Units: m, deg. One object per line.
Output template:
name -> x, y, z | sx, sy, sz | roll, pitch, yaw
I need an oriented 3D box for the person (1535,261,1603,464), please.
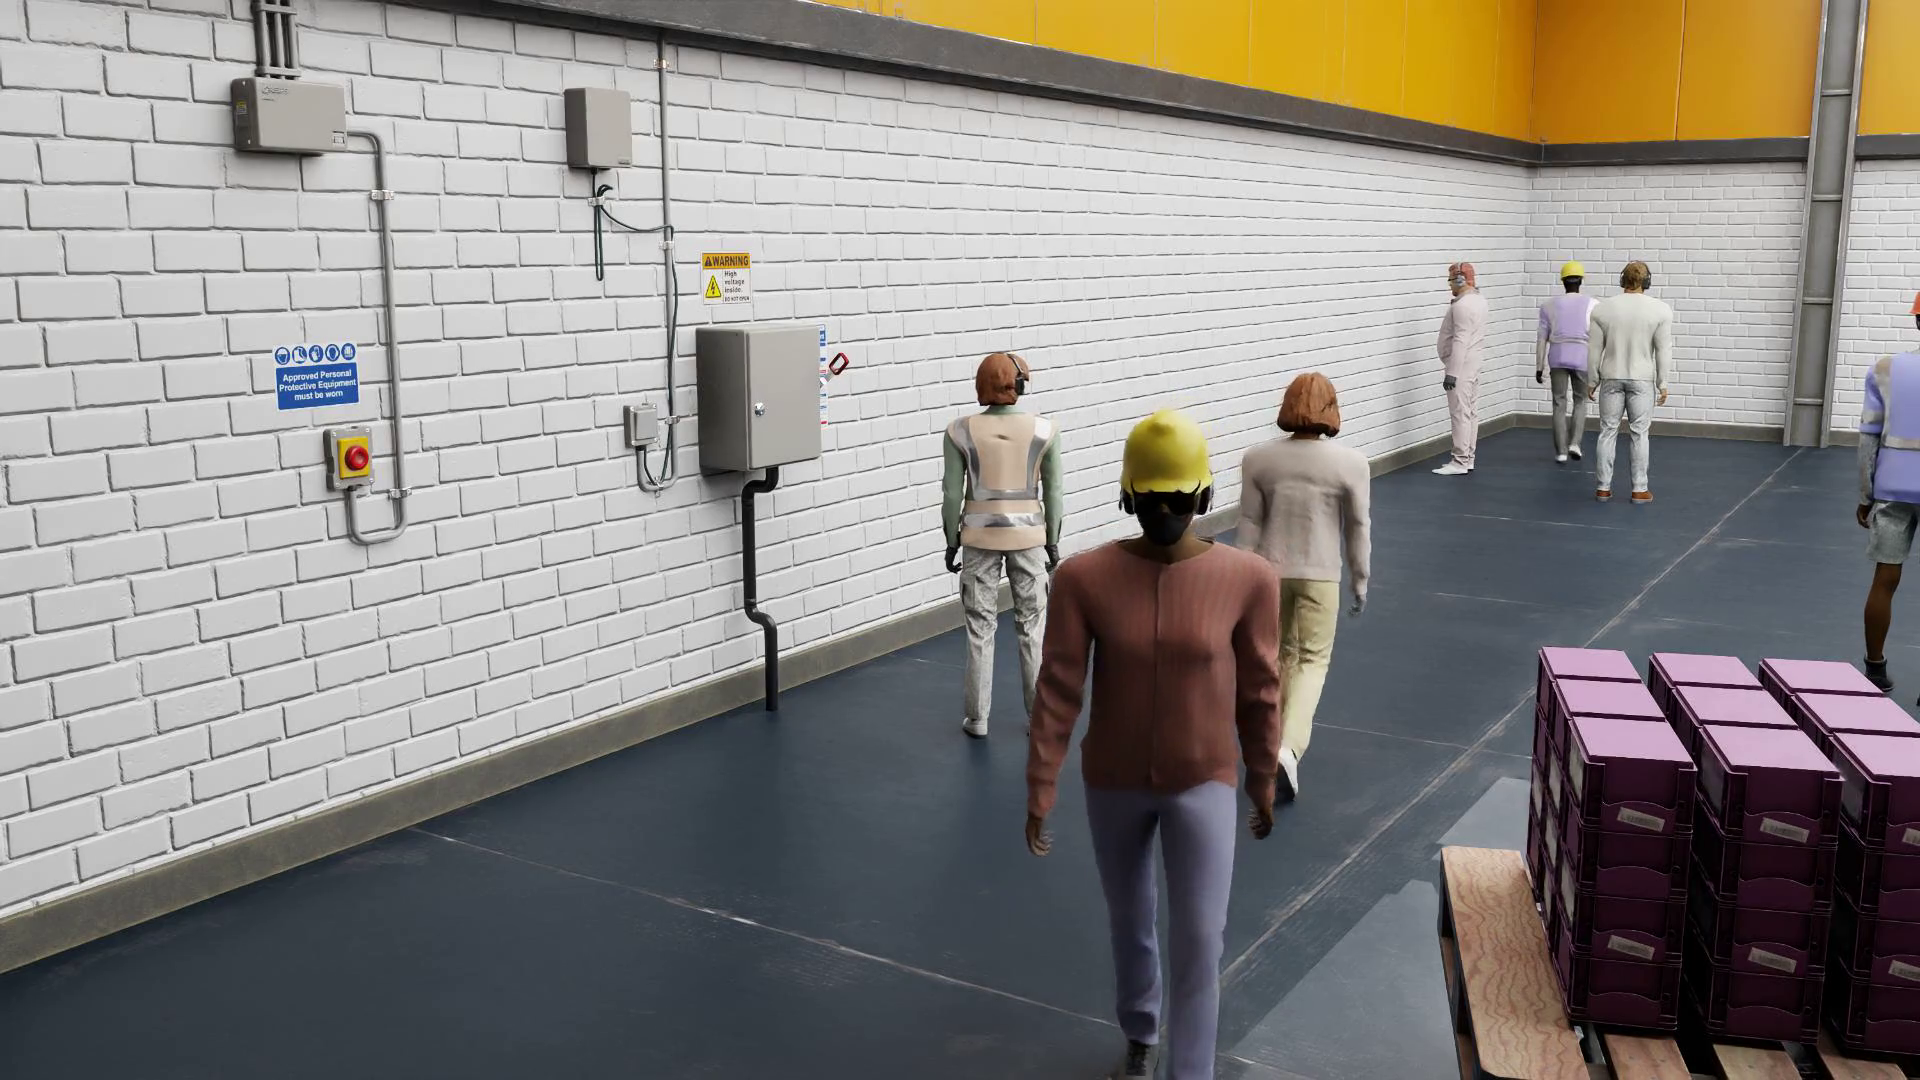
person -> 5.767, -1.682, 15.769 | 0.601, 1.897, 0.602 | 4, 11, 19

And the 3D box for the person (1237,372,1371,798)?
person -> 1.297, 0.161, 6.399 | 0.509, 1.606, 0.765 | 5, 11, 24

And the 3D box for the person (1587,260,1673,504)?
person -> 5.350, -1.260, 13.334 | 0.633, 1.938, 0.356 | 6, 12, 32

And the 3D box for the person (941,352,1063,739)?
person -> 0.177, 0.032, 7.010 | 0.514, 1.636, 0.315 | 0, 10, -1

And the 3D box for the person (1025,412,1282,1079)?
person -> 0.431, 0.574, 3.748 | 0.561, 1.716, 0.889 | 2, 10, 10

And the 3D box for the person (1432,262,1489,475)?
person -> 4.487, -1.533, 14.954 | 0.406, 1.903, 0.638 | 6, 12, 31

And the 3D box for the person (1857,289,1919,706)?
person -> 4.363, -0.215, 7.541 | 0.372, 1.939, 0.544 | -9, 13, -39
